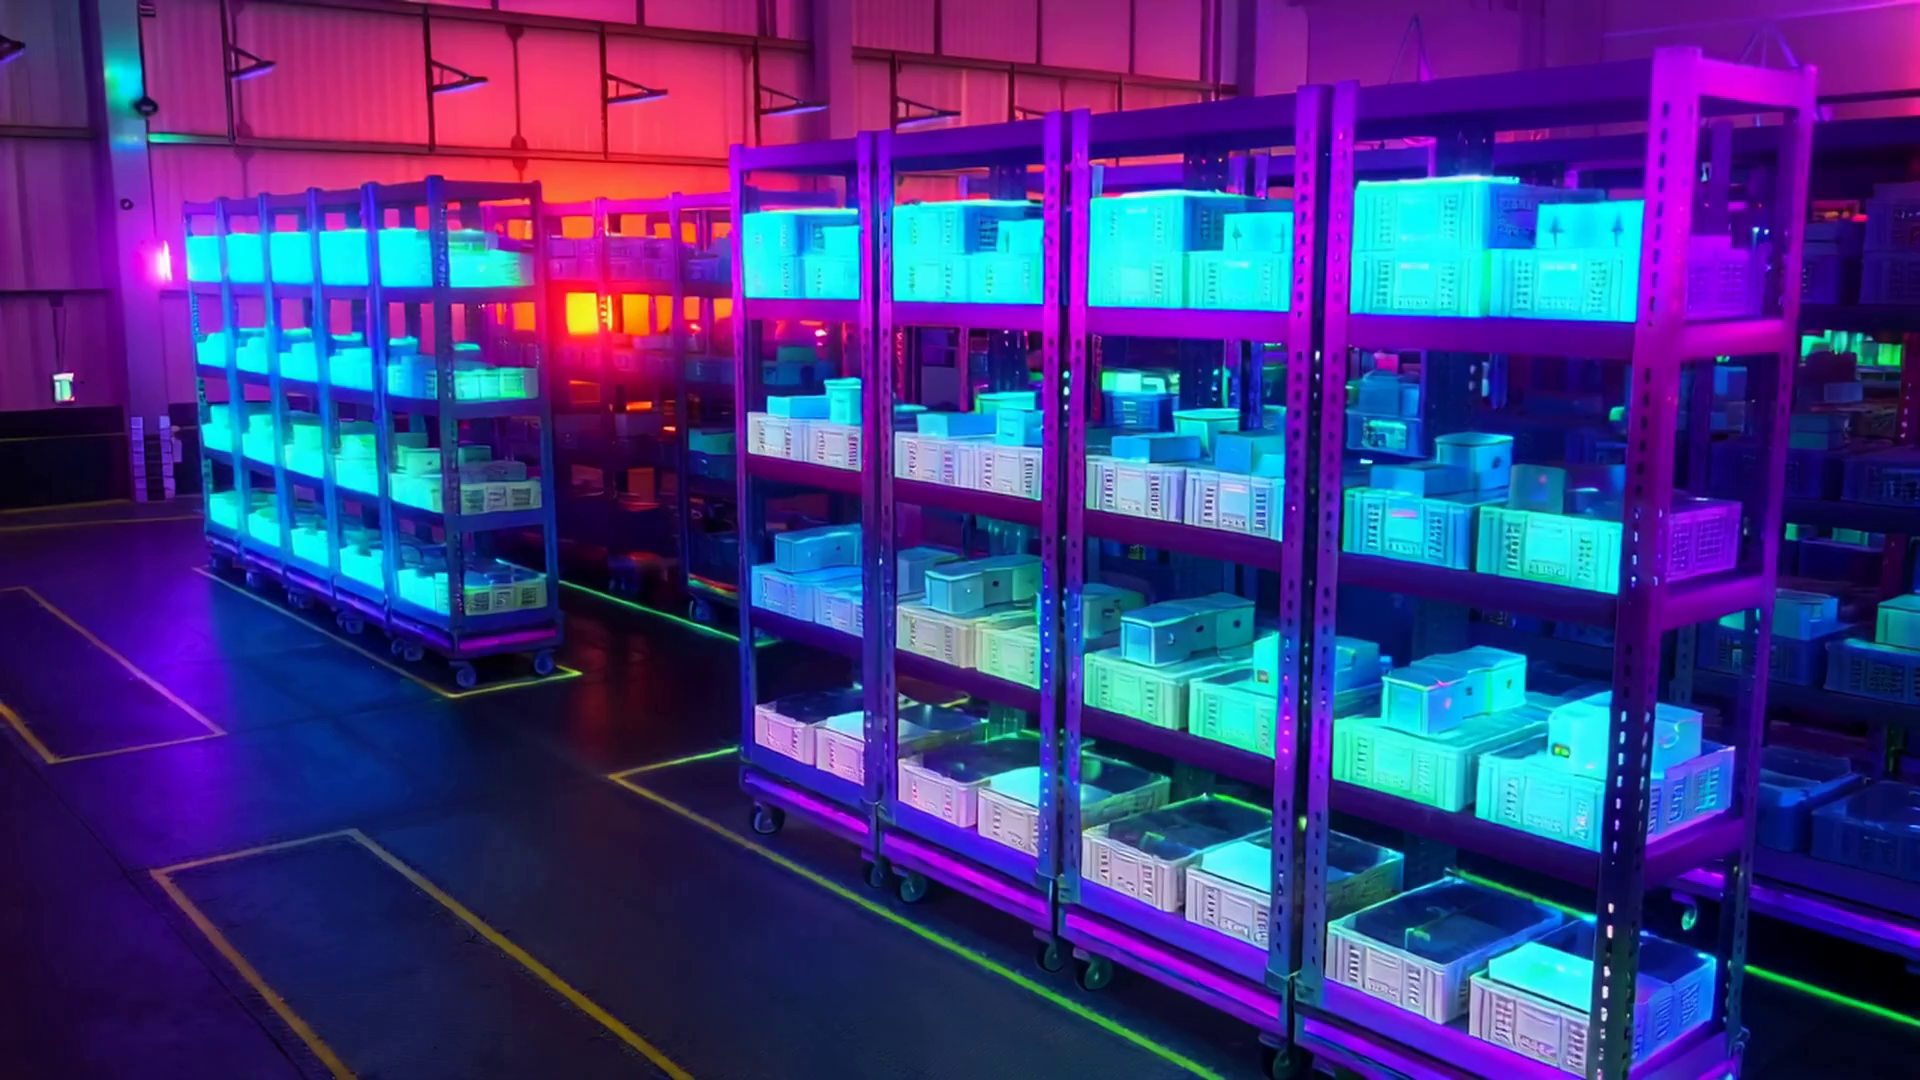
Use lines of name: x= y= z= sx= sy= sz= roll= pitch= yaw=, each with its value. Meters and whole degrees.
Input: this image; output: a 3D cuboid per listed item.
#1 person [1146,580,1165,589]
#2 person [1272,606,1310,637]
person: x=1.963 y=-0.442 z=15.513 sx=0.897 sy=1.789 sz=0.619 roll=-8 pitch=12 yaw=-39
person: x=2.353 y=0.252 z=11.051 sx=0.618 sy=1.895 sz=1.027 roll=-9 pitch=13 yaw=-44
